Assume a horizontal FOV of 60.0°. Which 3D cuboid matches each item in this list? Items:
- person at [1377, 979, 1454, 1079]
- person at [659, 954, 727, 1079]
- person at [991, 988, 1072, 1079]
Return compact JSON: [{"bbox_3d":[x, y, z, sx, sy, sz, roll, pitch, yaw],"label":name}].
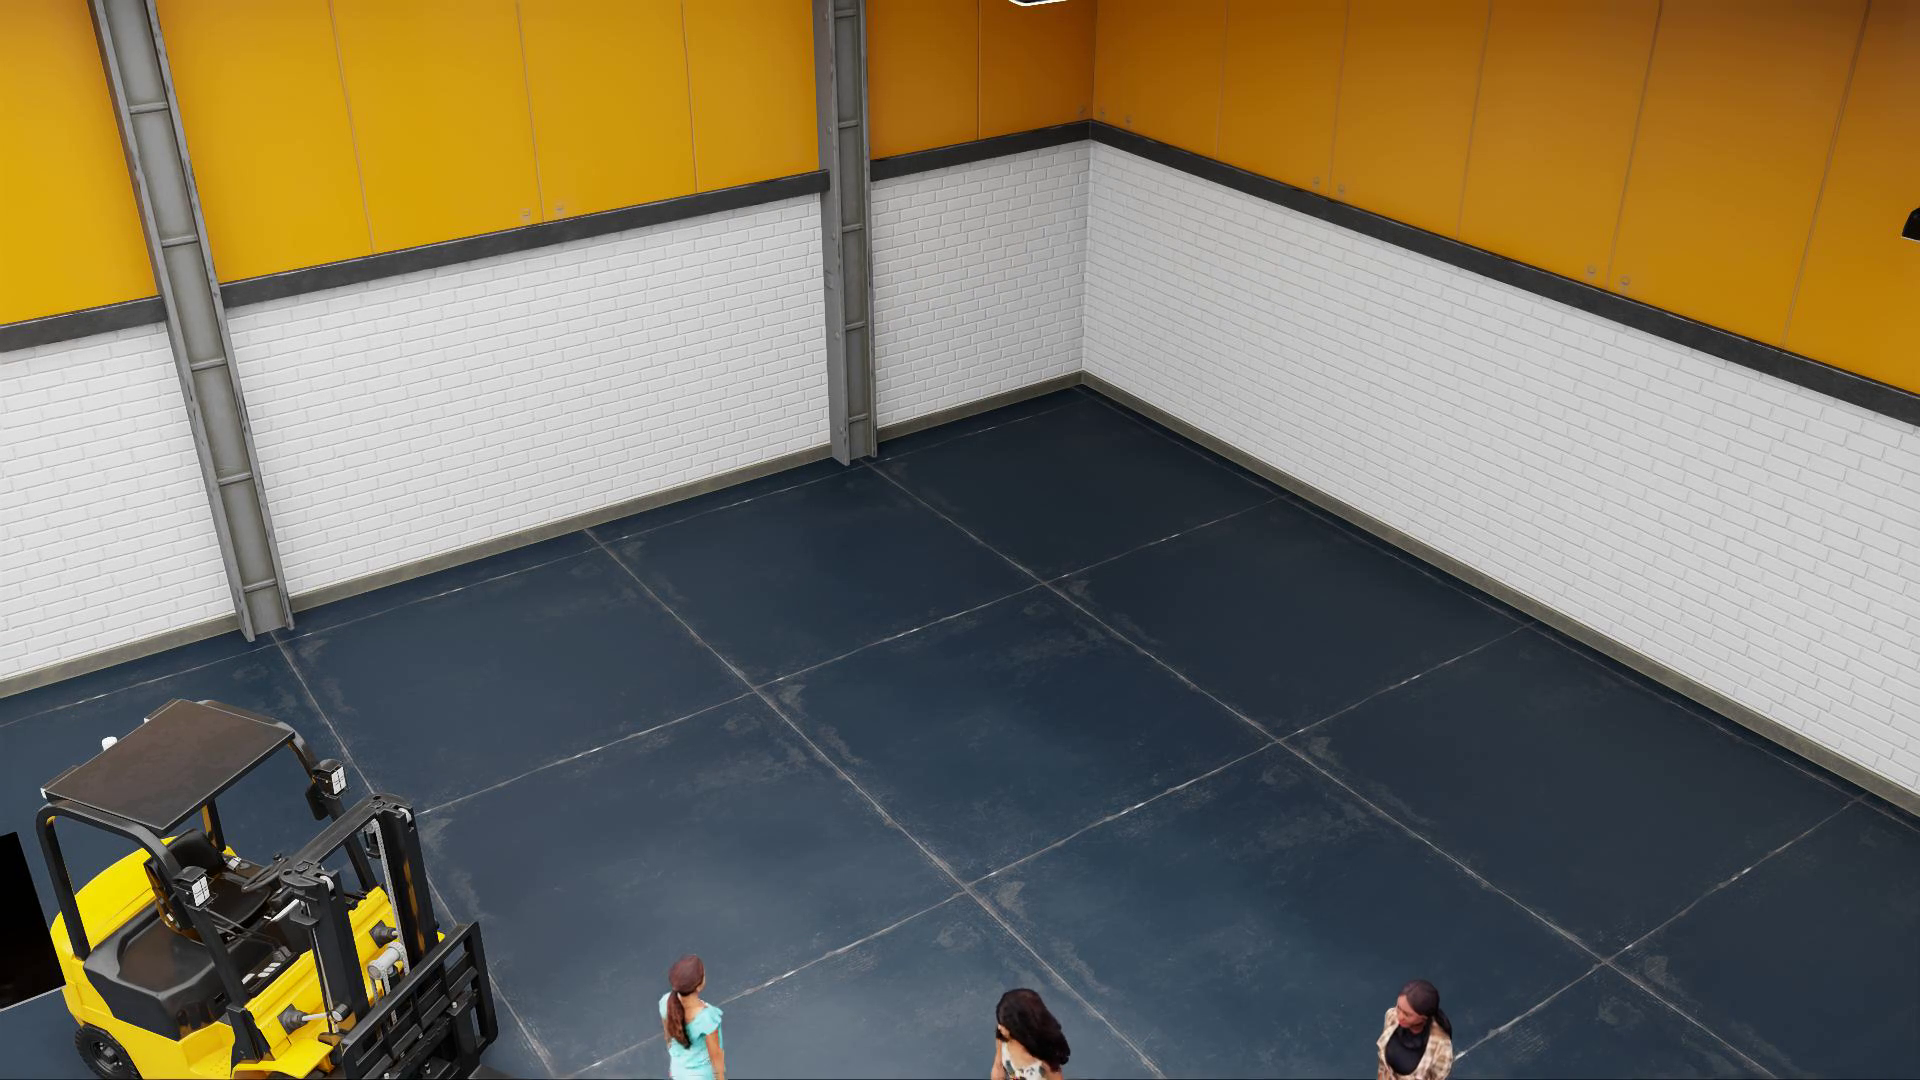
[{"bbox_3d":[2.377,2.940,8.636,0.965,1.761,0.625,-22,35,-34],"label":"person"},{"bbox_3d":[-1.458,2.895,8.943,0.751,1.546,0.916,16,32,27],"label":"person"},{"bbox_3d":[0.450,2.984,8.739,0.711,1.585,0.706,14,32,24],"label":"person"}]
